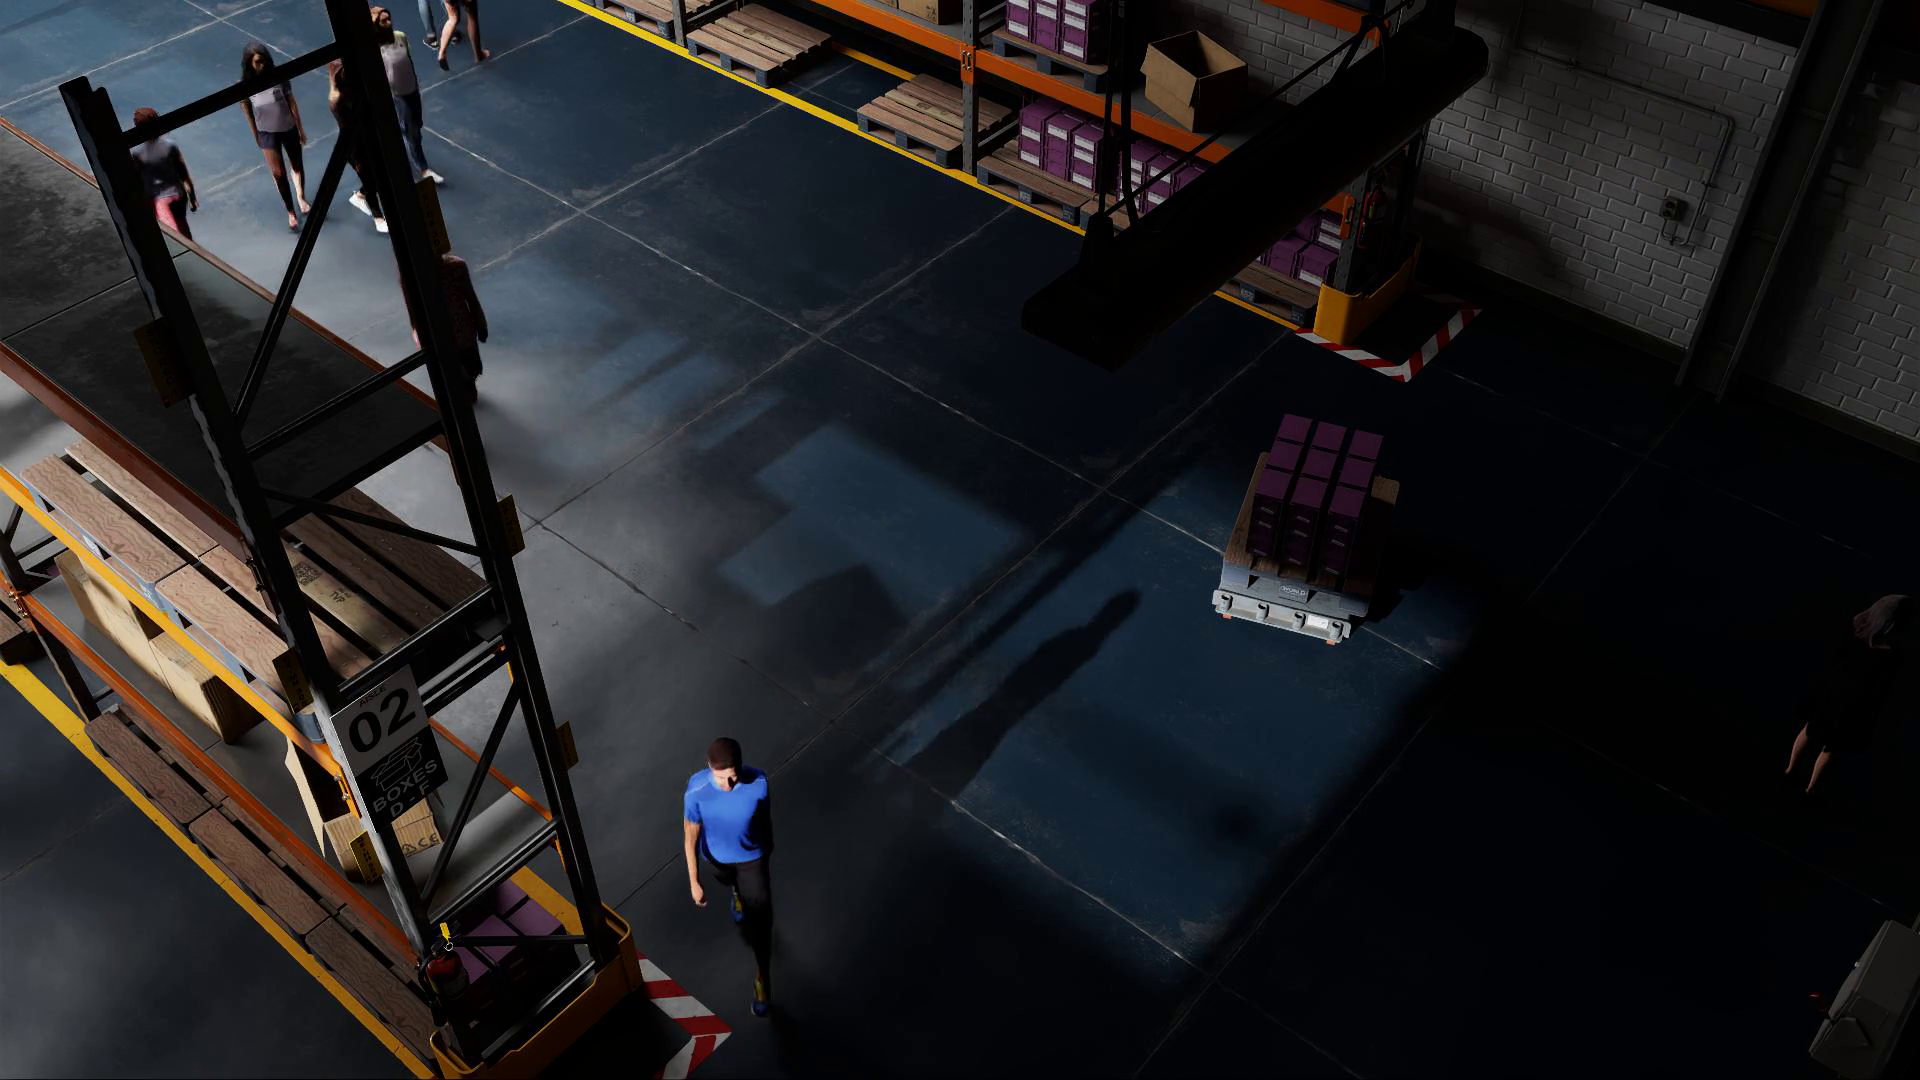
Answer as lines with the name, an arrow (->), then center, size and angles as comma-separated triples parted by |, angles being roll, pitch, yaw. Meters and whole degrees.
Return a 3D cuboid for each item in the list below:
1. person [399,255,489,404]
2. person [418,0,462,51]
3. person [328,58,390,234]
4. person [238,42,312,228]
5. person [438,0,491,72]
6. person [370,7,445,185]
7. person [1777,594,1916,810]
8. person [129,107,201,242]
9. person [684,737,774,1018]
person -> -3.879, -1.612, 12.628 | 0.994, 1.790, 1.237 | -19, 47, -19
person -> -5.555, -5.993, 17.206 | 0.735, 1.820, 0.694 | -20, 47, -20
person -> -5.340, -3.460, 14.639 | 0.856, 1.692, 0.770 | 10, 44, 10
person -> -6.111, -3.705, 14.898 | 0.721, 1.688, 0.814 | -20, 47, -20
person -> -5.146, -5.546, 16.818 | 0.953, 1.707, 0.842 | 16, 46, 16
person -> -5.210, -4.106, 15.305 | 1.044, 1.708, 0.750 | 21, 48, 21
person -> 5.314, 0.958, 9.962 | 0.758, 1.747, 0.671 | -12, 45, -12
person -> -6.630, -2.800, 14.000 | 0.712, 1.618, 1.202 | -32, 52, -29
person -> -1.262, 1.647, 9.188 | 1.167, 1.816, 1.223 | -4, 44, -4
